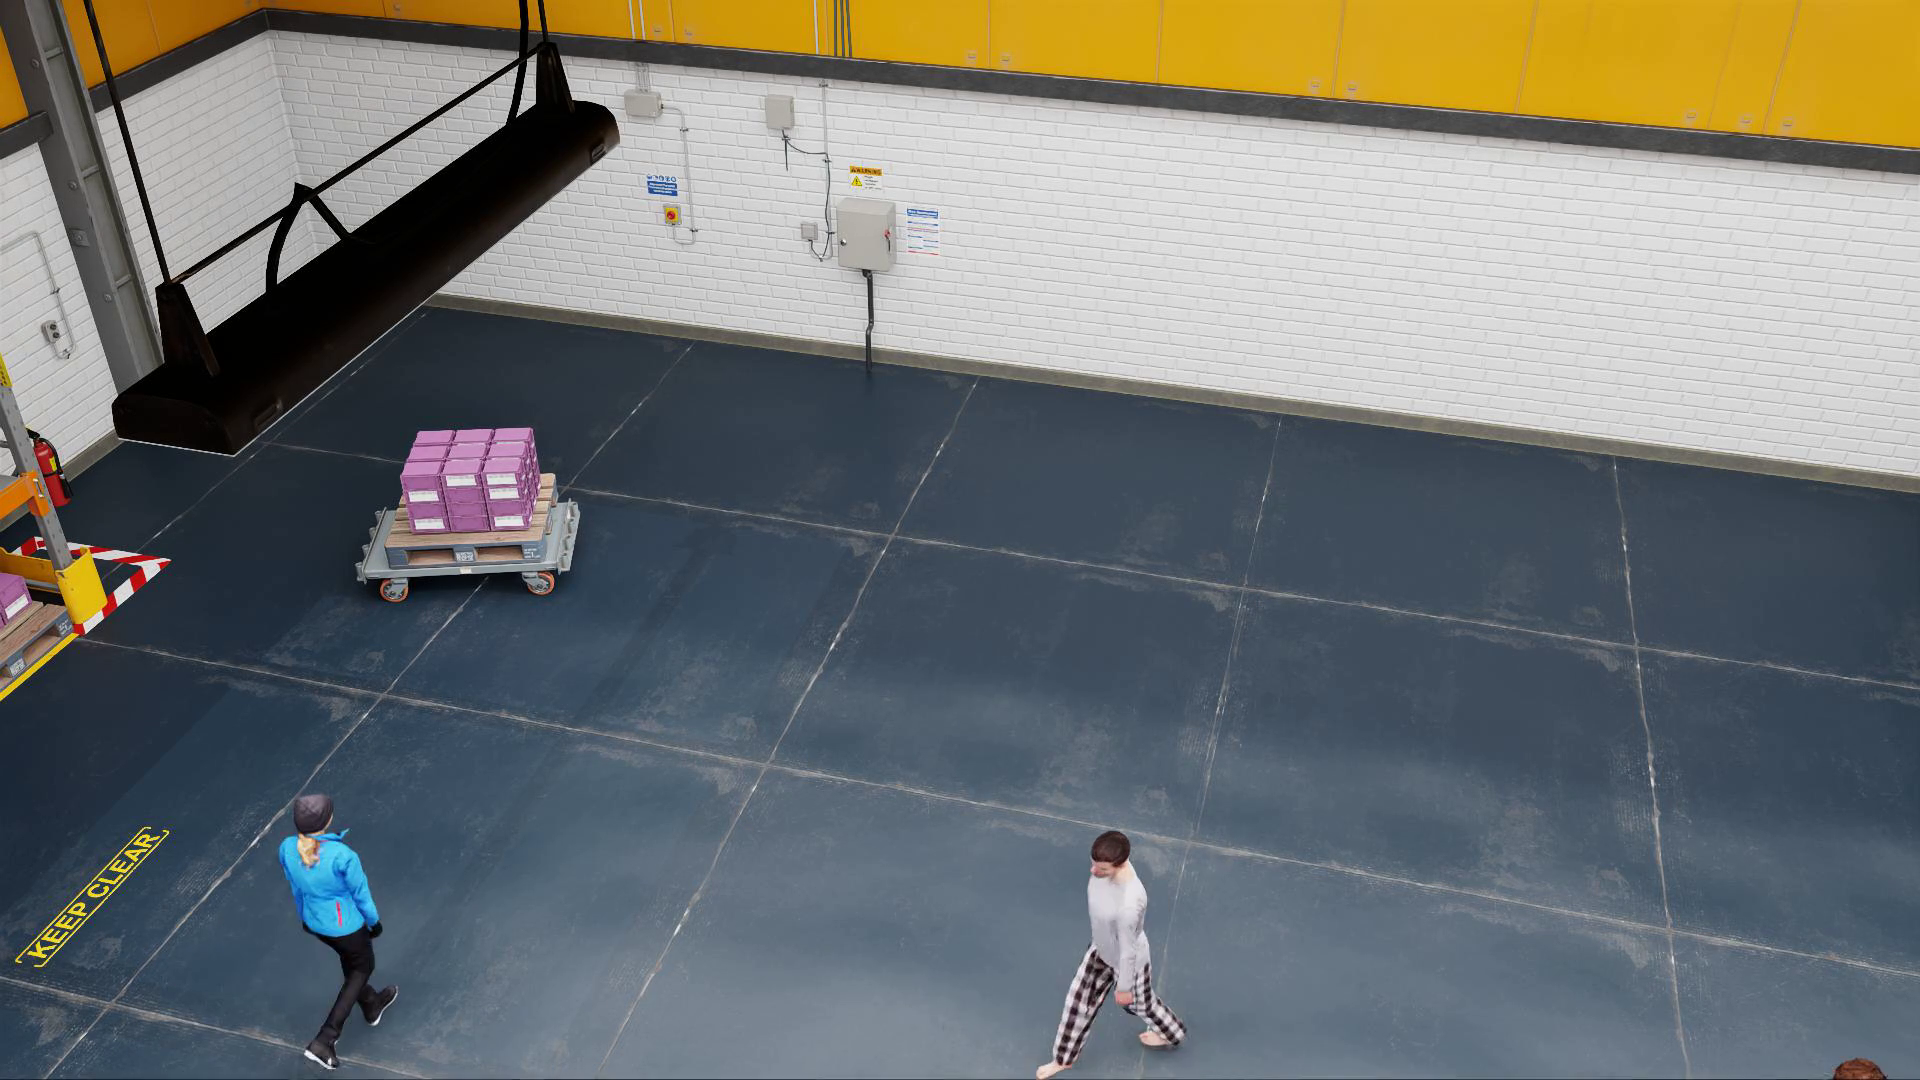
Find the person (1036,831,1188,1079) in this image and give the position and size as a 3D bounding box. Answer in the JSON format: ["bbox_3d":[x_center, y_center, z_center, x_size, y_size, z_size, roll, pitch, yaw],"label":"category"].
[{"bbox_3d":[0.947,2.211,9.017,1.172,1.783,1.204,-9,35,-13],"label":"person"}]

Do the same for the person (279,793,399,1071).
[{"bbox_3d":[-3.449,2.164,9.093,0.640,1.778,1.005,9,35,14],"label":"person"}]
